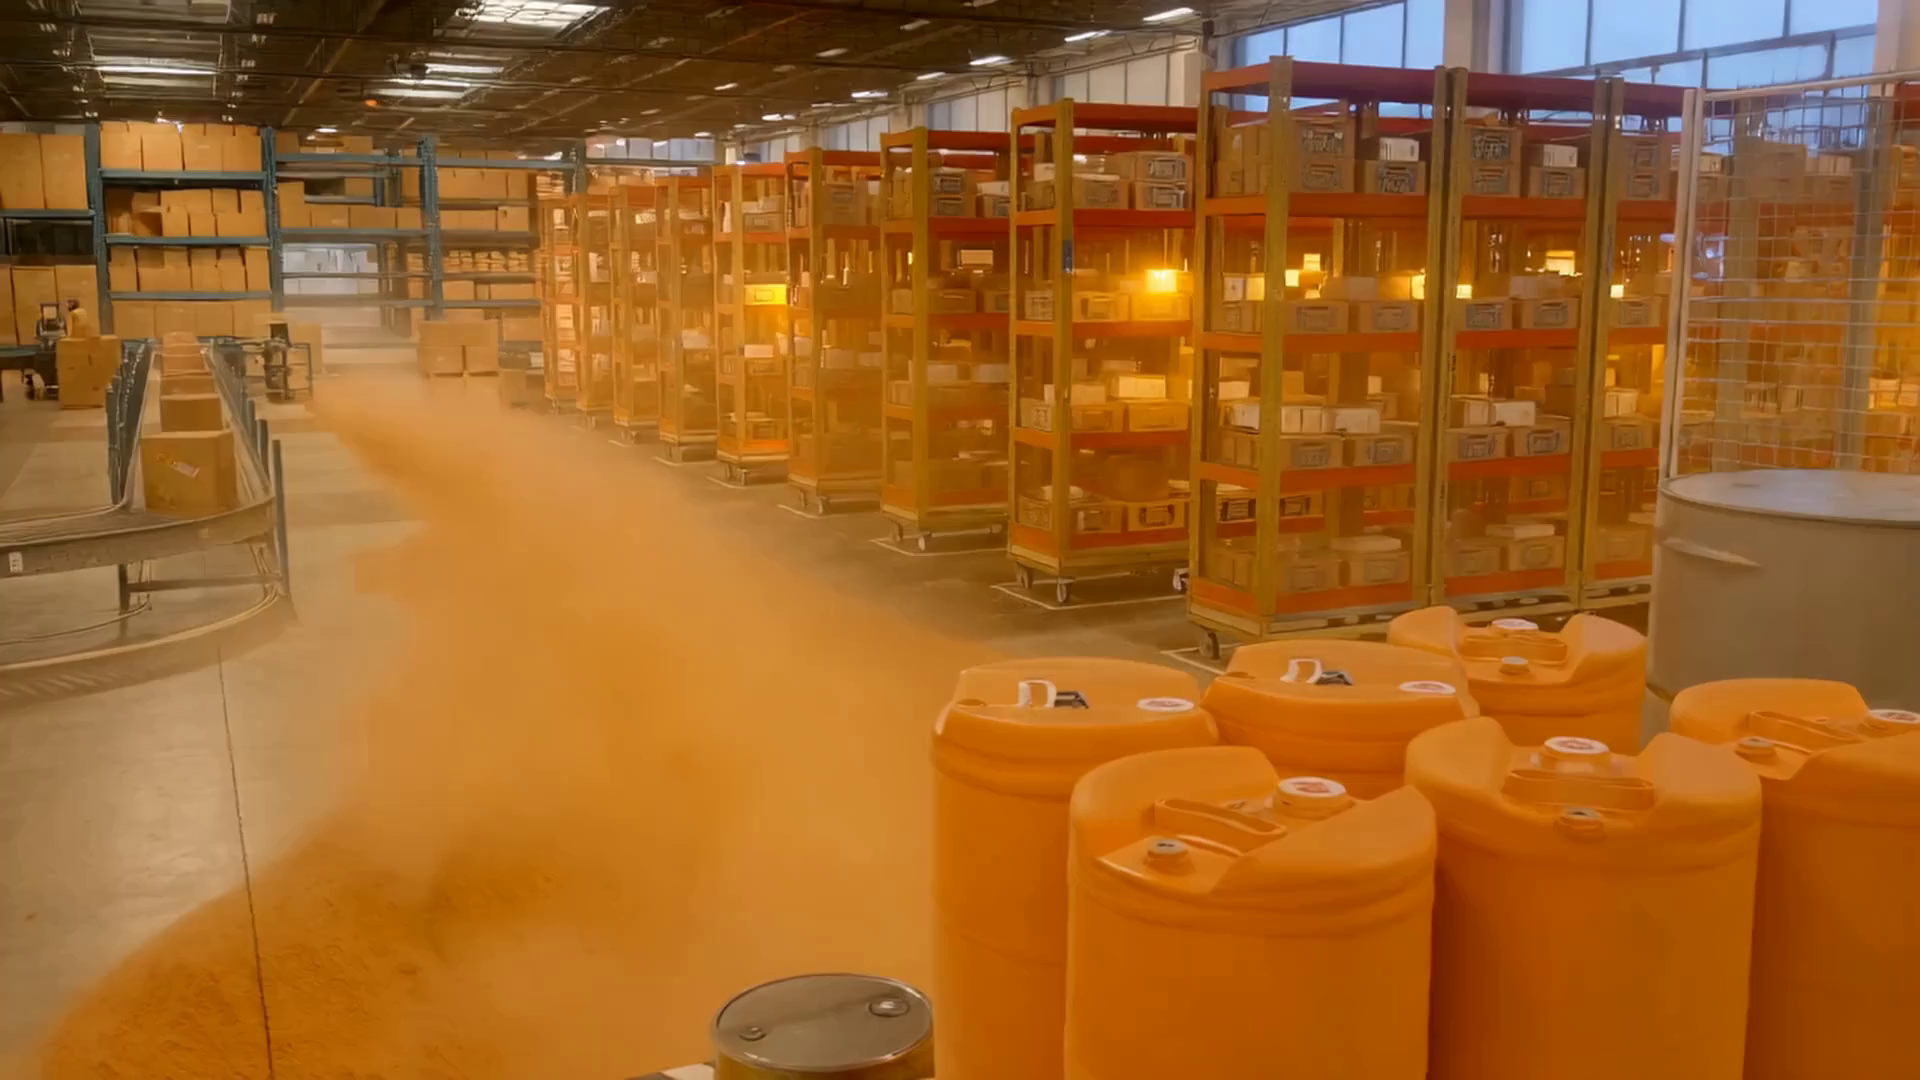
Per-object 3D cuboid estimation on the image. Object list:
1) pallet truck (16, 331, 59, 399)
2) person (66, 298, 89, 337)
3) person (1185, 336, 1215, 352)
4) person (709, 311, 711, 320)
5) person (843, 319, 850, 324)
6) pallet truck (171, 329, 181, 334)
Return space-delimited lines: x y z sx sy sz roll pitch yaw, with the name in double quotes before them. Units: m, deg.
"pallet truck" -17.082 -3.353 31.781 1.630 1.274 0.653 -4 10 -25
"person" -20.226 -4.631 38.144 0.422 1.816 0.585 2 9 12
"person" 3.491 -2.458 24.608 0.565 1.829 0.629 -2 9 -12
"person" -7.105 -6.103 47.508 0.861 1.727 0.540 -4 10 -23
"person" -3.501 -6.489 49.166 0.628 1.973 0.624 -5 10 -28
"pallet truck" -17.275 -3.851 35.096 1.601 1.201 0.680 0 9 1
